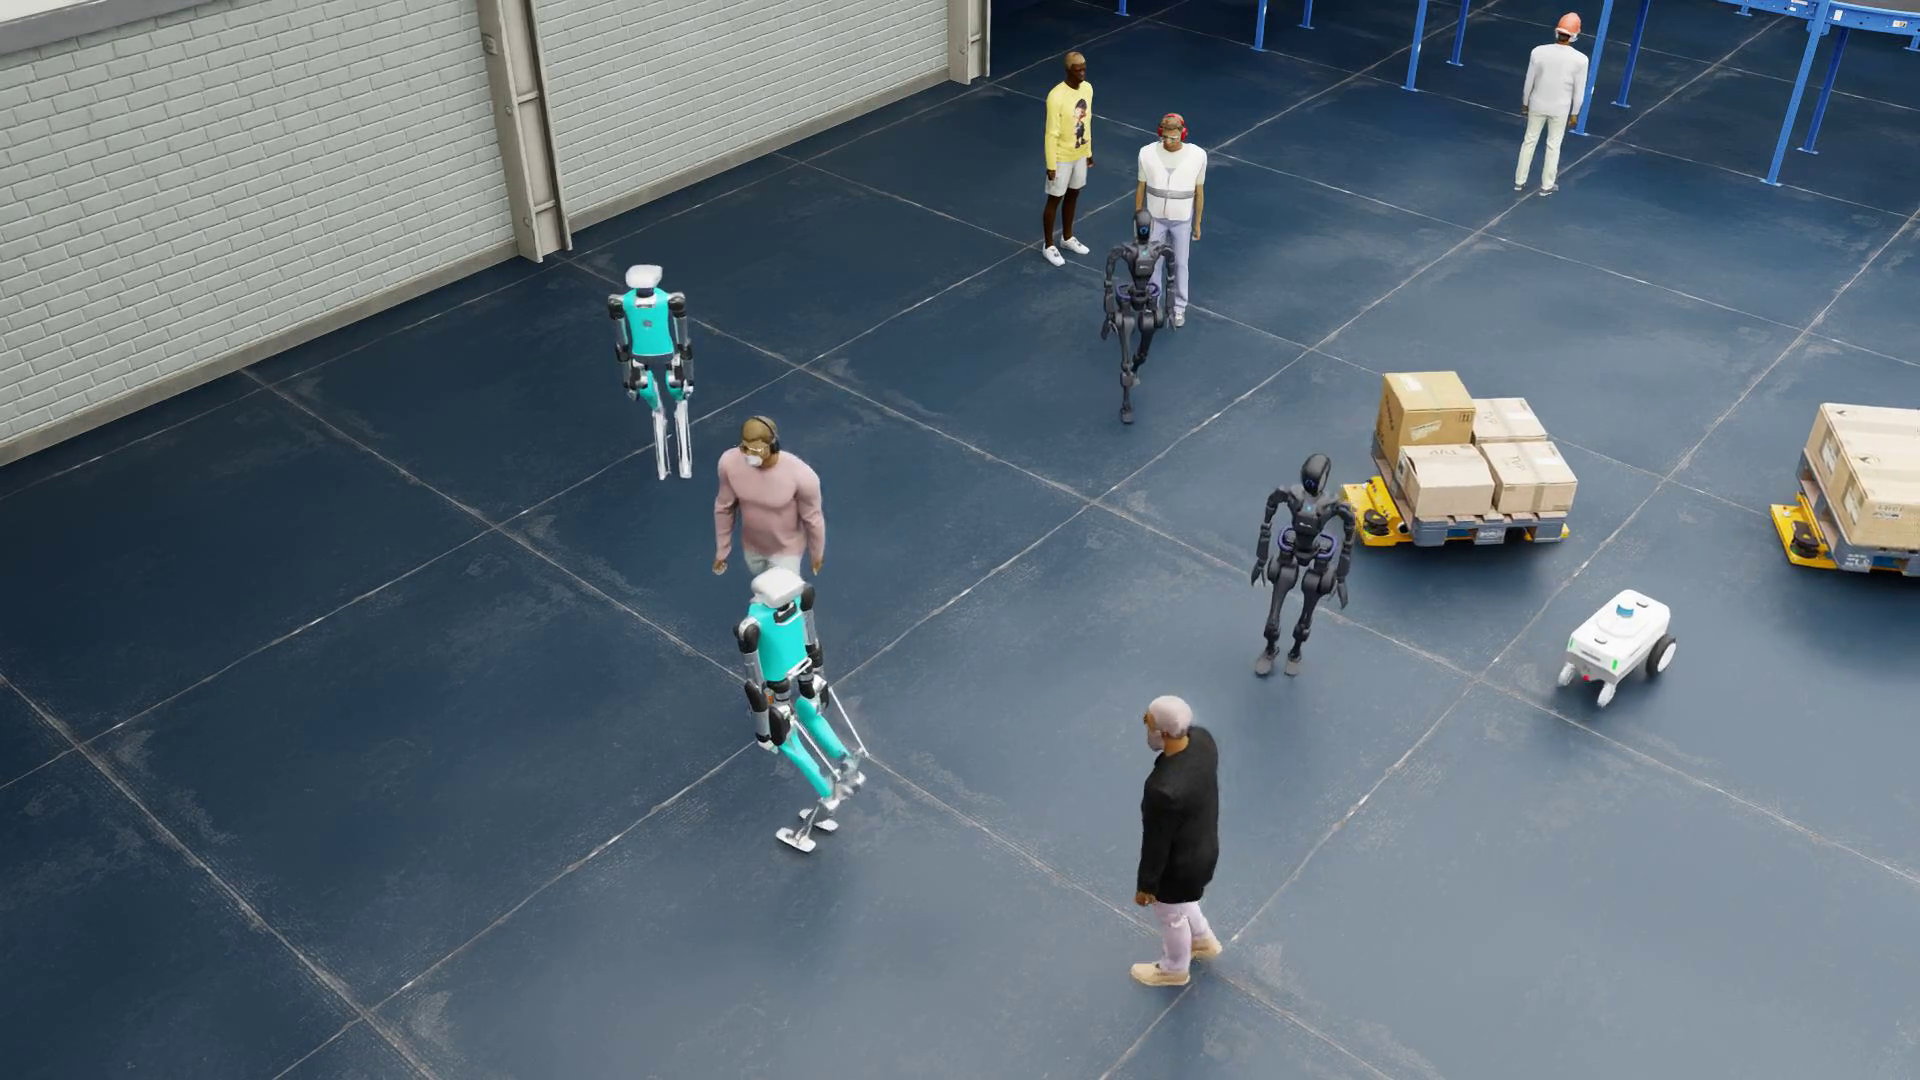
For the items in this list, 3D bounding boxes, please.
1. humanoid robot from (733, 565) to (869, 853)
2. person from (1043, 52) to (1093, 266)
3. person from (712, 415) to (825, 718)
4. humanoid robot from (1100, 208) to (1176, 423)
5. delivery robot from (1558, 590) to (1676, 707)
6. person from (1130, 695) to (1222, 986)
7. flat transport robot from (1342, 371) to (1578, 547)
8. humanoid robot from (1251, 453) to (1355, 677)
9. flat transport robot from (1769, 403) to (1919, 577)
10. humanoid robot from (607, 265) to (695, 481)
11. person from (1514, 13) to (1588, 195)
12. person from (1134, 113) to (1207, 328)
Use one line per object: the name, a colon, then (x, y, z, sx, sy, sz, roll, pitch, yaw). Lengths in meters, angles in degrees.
humanoid robot: (-0.761, 0.943, 8.732, 0.693, 1.726, 0.531, 23, 42, 29)
person: (0.962, -3.401, 14.760, 0.543, 1.898, 0.376, -28, 44, -33)
person: (-1.168, 0.118, 9.818, 0.629, 1.896, 0.972, 16, 39, 22)
humanoid robot: (1.360, -1.764, 12.705, 0.584, 1.640, 0.787, -5, 36, -6)
delivery robot: (4.061, 0.617, 10.267, 0.765, 0.585, 0.499, -29, 45, -34)
person: (1.031, 1.487, 7.951, 0.411, 1.834, 0.584, 11, 37, 15)
flat transport robot: (3.486, -0.238, 11.721, 1.431, 0.231, 0.659, -2, 36, -3)
humanoid robot: (2.060, 0.151, 9.972, 0.606, 1.642, 0.392, 11, 37, 16)
flat transport robot: (6.396, -0.014, 11.407, 1.431, 0.231, 0.659, 5, 36, 8)
humanoid robot: (-2.127, -1.210, 11.812, 0.534, 1.787, 0.680, -1, 35, -2)
person: (5.691, -4.187, 15.990, 0.575, 1.747, 0.347, 19, 40, 25)
person: (1.725, -2.662, 13.783, 0.569, 1.831, 0.413, 8, 36, 11)
